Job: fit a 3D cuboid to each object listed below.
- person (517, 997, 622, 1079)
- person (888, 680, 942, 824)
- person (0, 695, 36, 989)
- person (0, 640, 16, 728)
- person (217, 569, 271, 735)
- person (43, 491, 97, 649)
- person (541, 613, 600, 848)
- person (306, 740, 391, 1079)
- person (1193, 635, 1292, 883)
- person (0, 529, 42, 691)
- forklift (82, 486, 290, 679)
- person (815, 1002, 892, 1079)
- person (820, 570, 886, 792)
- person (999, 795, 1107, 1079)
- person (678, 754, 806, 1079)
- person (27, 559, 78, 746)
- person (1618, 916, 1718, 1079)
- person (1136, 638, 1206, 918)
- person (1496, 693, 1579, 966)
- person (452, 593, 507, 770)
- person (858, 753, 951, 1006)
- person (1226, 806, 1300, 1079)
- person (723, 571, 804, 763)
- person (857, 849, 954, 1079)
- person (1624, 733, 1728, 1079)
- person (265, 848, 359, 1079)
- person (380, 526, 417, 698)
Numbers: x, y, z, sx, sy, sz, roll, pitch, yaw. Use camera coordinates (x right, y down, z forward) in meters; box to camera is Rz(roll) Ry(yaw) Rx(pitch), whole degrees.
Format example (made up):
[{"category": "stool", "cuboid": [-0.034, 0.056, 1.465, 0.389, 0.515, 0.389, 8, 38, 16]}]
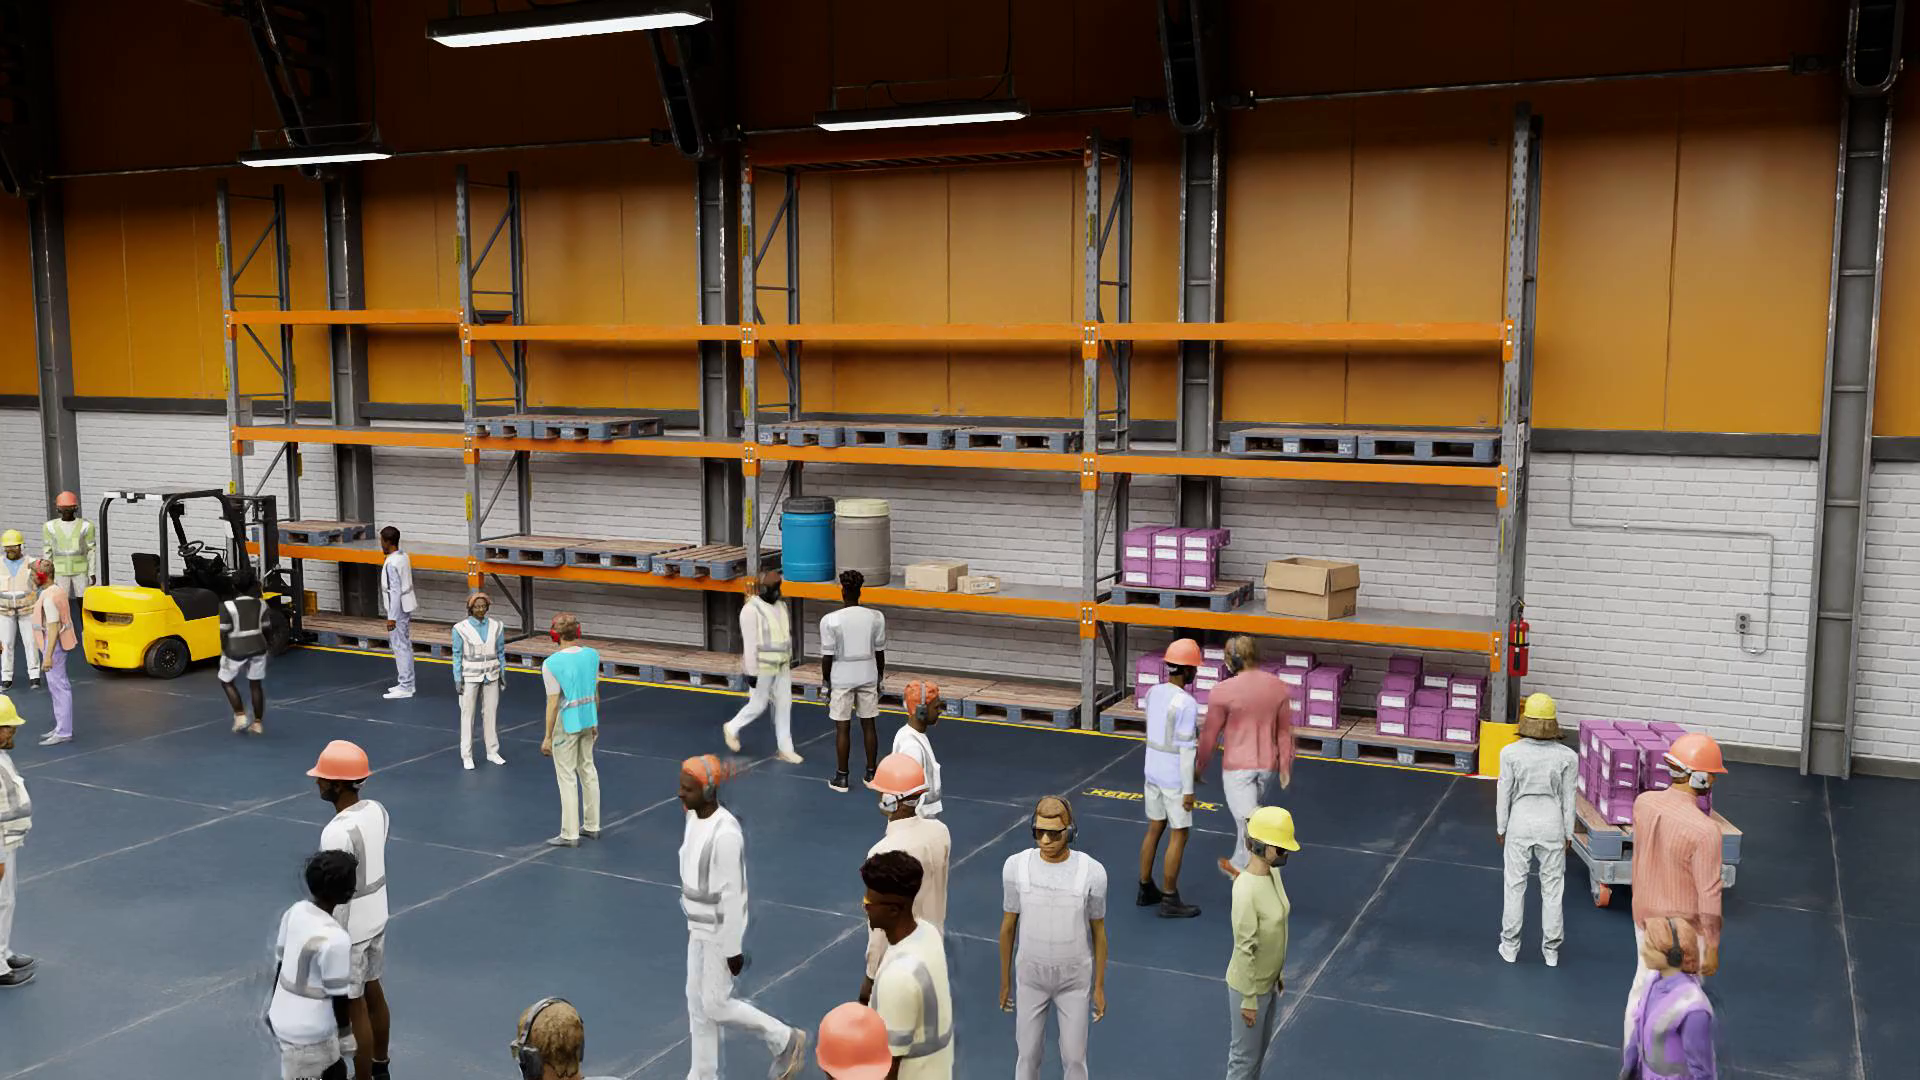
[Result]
[{"category": "person", "cuboid": [-1.256, 2.393, 5.268, 0.381, 1.929, 0.635, 4, 8, 29]}, {"category": "person", "cuboid": [-0.269, 1.802, 10.343, 0.358, 1.880, 0.575, 0, 7, -1]}, {"category": "person", "cuboid": [-5.920, 1.847, 10.221, 0.403, 1.817, 0.602, -4, 8, -28]}, {"category": "person", "cuboid": [-9.928, 1.038, 16.677, 0.519, 1.885, 0.707, 7, 10, 44]}, {"category": "person", "cuboid": [-7.172, 1.130, 16.668, 0.402, 1.677, 0.557, 6, 9, 38]}, {"category": "person", "cuboid": [-11.378, 0.393, 21.280, 0.607, 2.048, 0.369, -3, 7, -23]}, {"category": "person", "cuboid": [-3.036, 1.490, 13.051, 0.373, 1.840, 0.571, 4, 8, 31]}, {"category": "person", "cuboid": [-3.143, 1.984, 8.570, 0.353, 1.942, 0.546, 0, 7, 2]}, {"category": "person", "cuboid": [1.989, 1.608, 11.869, 0.640, 1.889, 0.934, -3, 8, -26]}, {"category": "person", "cuboid": [-10.709, 0.790, 18.884, 0.590, 1.833, 0.403, -3, 8, -24]}, {"category": "forklift", "cuboid": [-9.426, 0.454, 20.179, 1.214, 2.155, 2.313, 3, 8, 26]}, {"category": "person", "cuboid": [-0.333, 2.388, 5.253, 0.551, 1.935, 0.373, -3, 8, -26]}, {"category": "person", "cuboid": [-0.945, 1.235, 14.659, 0.602, 1.966, 0.368, -3, 7, -22]}, {"category": "person", "cuboid": [0.443, 2.109, 7.935, 0.517, 1.843, 0.326, 1, 7, 10]}, {"category": "person", "cuboid": [-1.203, 2.013, 8.667, 0.648, 1.869, 0.588, -3, 8, -26]}, {"category": "person", "cuboid": [-8.900, 1.094, 16.350, 0.388, 1.837, 0.564, -3, 7, -22]}, {"category": "person", "cuboid": [2.994, 2.349, 6.955, 0.847, 1.599, 0.535, 1, 7, 6]}, {"category": "person", "cuboid": [1.492, 1.635, 11.573, 0.444, 1.917, 0.545, -3, 8, -24]}, {"category": "person", "cuboid": [3.674, 1.838, 10.622, 0.484, 1.736, 0.321, 2, 7, 15]}, {"category": "person", "cuboid": [-4.467, 1.298, 15.471, 0.514, 1.641, 0.307, -6, 9, -40]}, {"category": "person", "cuboid": [-0.277, 2.016, 8.084, 0.379, 1.996, 0.609, 4, 8, 31]}, {"category": "person", "cuboid": [1.455, 2.143, 8.015, 0.322, 1.761, 0.522, 3, 8, 25]}, {"category": "person", "cuboid": [-1.859, 1.183, 15.698, 0.777, 1.824, 0.631, 5, 8, 34]}, {"category": "person", "cuboid": [-0.266, 2.200, 6.731, 0.465, 1.949, 0.645, 1, 7, 7]}, {"category": "person", "cuboid": [3.701, 1.966, 8.573, 0.410, 1.982, 0.626, -2, 7, -16]}, {"category": "person", "cuboid": [-3.037, 2.238, 7.692, 0.734, 1.642, 0.527, -4, 8, -32]}, {"category": "person", "cuboid": [-6.238, 0.796, 18.491, 0.370, 1.915, 0.597, -1, 7, -8]}]
